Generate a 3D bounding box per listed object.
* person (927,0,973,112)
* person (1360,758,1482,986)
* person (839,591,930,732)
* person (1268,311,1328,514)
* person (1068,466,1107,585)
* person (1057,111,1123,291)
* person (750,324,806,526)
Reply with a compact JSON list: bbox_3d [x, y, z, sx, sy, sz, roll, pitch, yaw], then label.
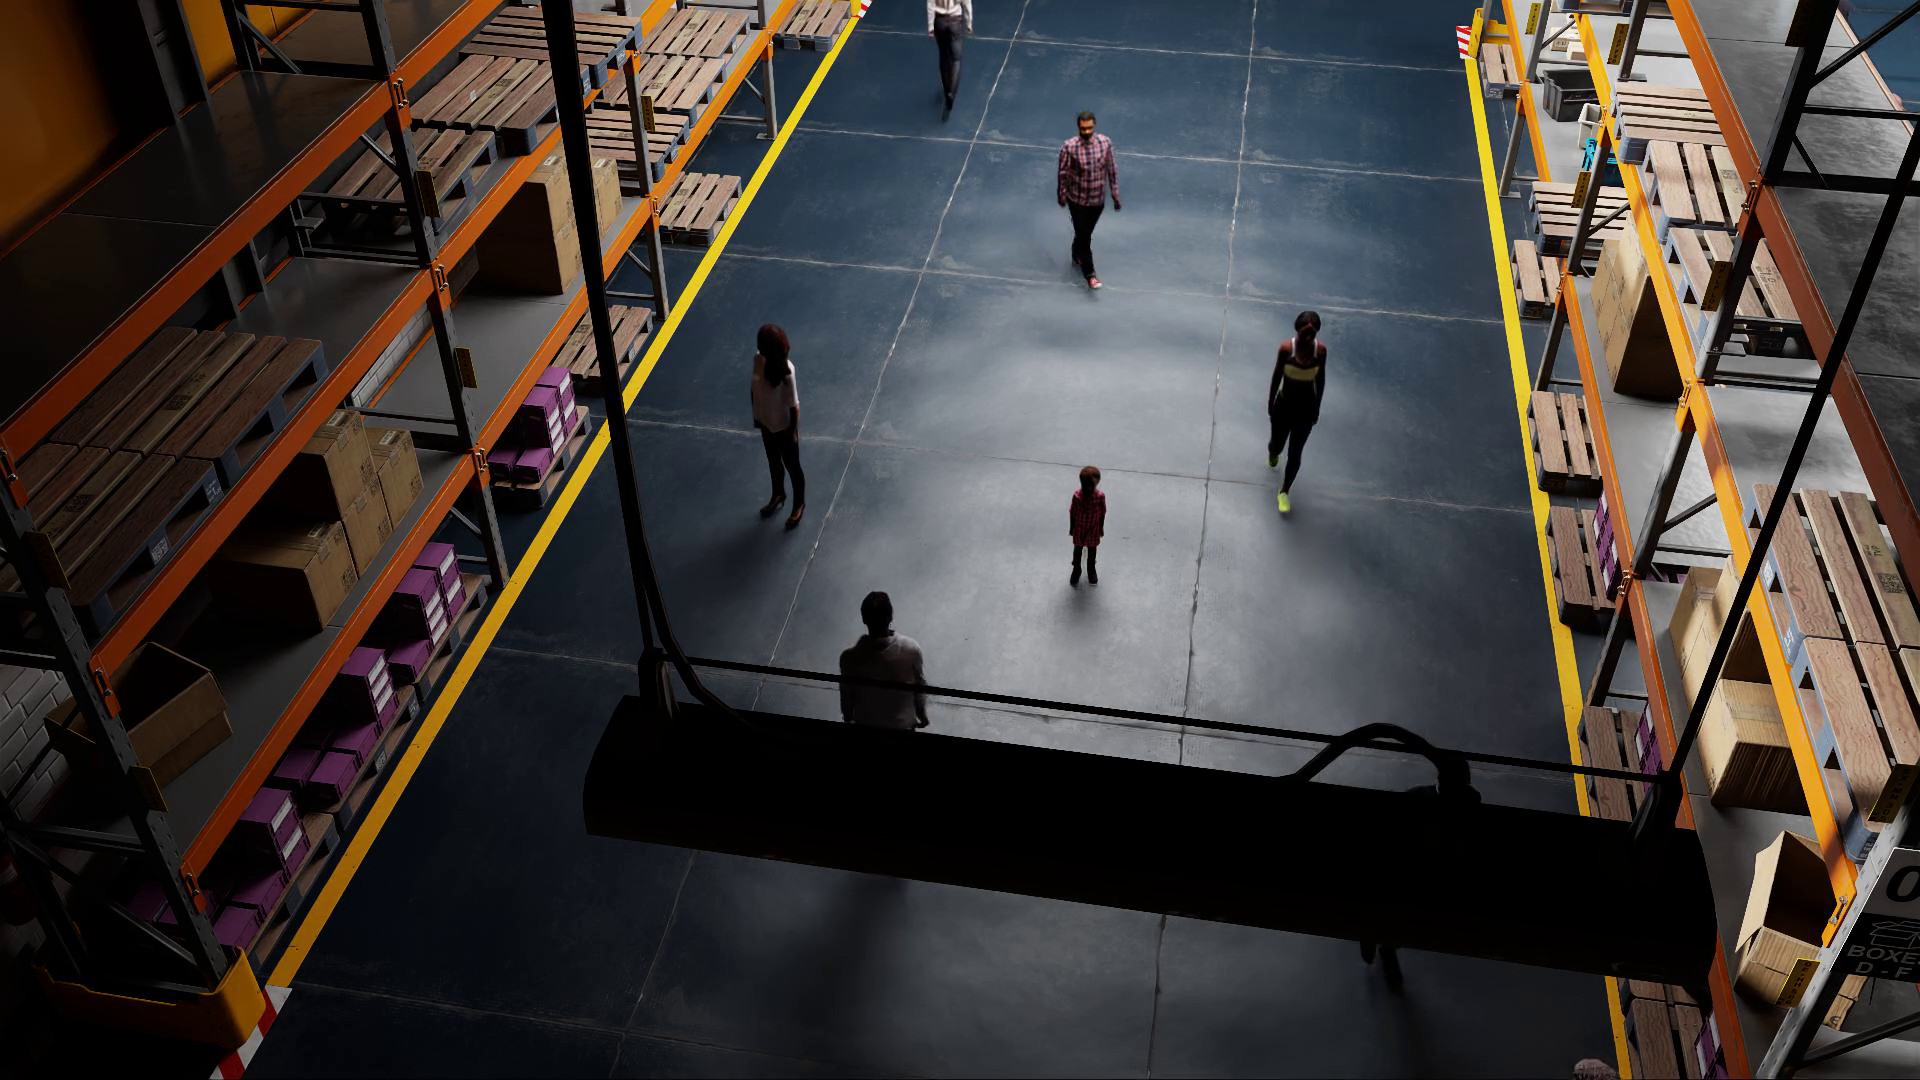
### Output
[{"bbox_3d":[-0.130,-5.843,19.043,0.723,1.841,1.146,3,39,4],"label":"person"},{"bbox_3d":[2.587,1.809,9.504,0.807,1.788,0.823,-5,39,-6],"label":"person"},{"bbox_3d":[-0.441,1.154,10.220,0.864,1.919,0.942,-7,39,-9],"label":"person"},{"bbox_3d":[2.641,-1.081,13.162,0.599,1.739,0.921,3,39,4],"label":"person"},{"bbox_3d":[0.963,-0.126,12.541,0.443,1.022,0.463,2,39,3],"label":"person"},{"bbox_3d":[1.193,-3.334,16.000,1.060,1.717,1.231,-14,41,-17],"label":"person"},{"bbox_3d":[-1.398,-0.898,12.888,0.691,1.794,0.698,29,47,31],"label":"person"}]
